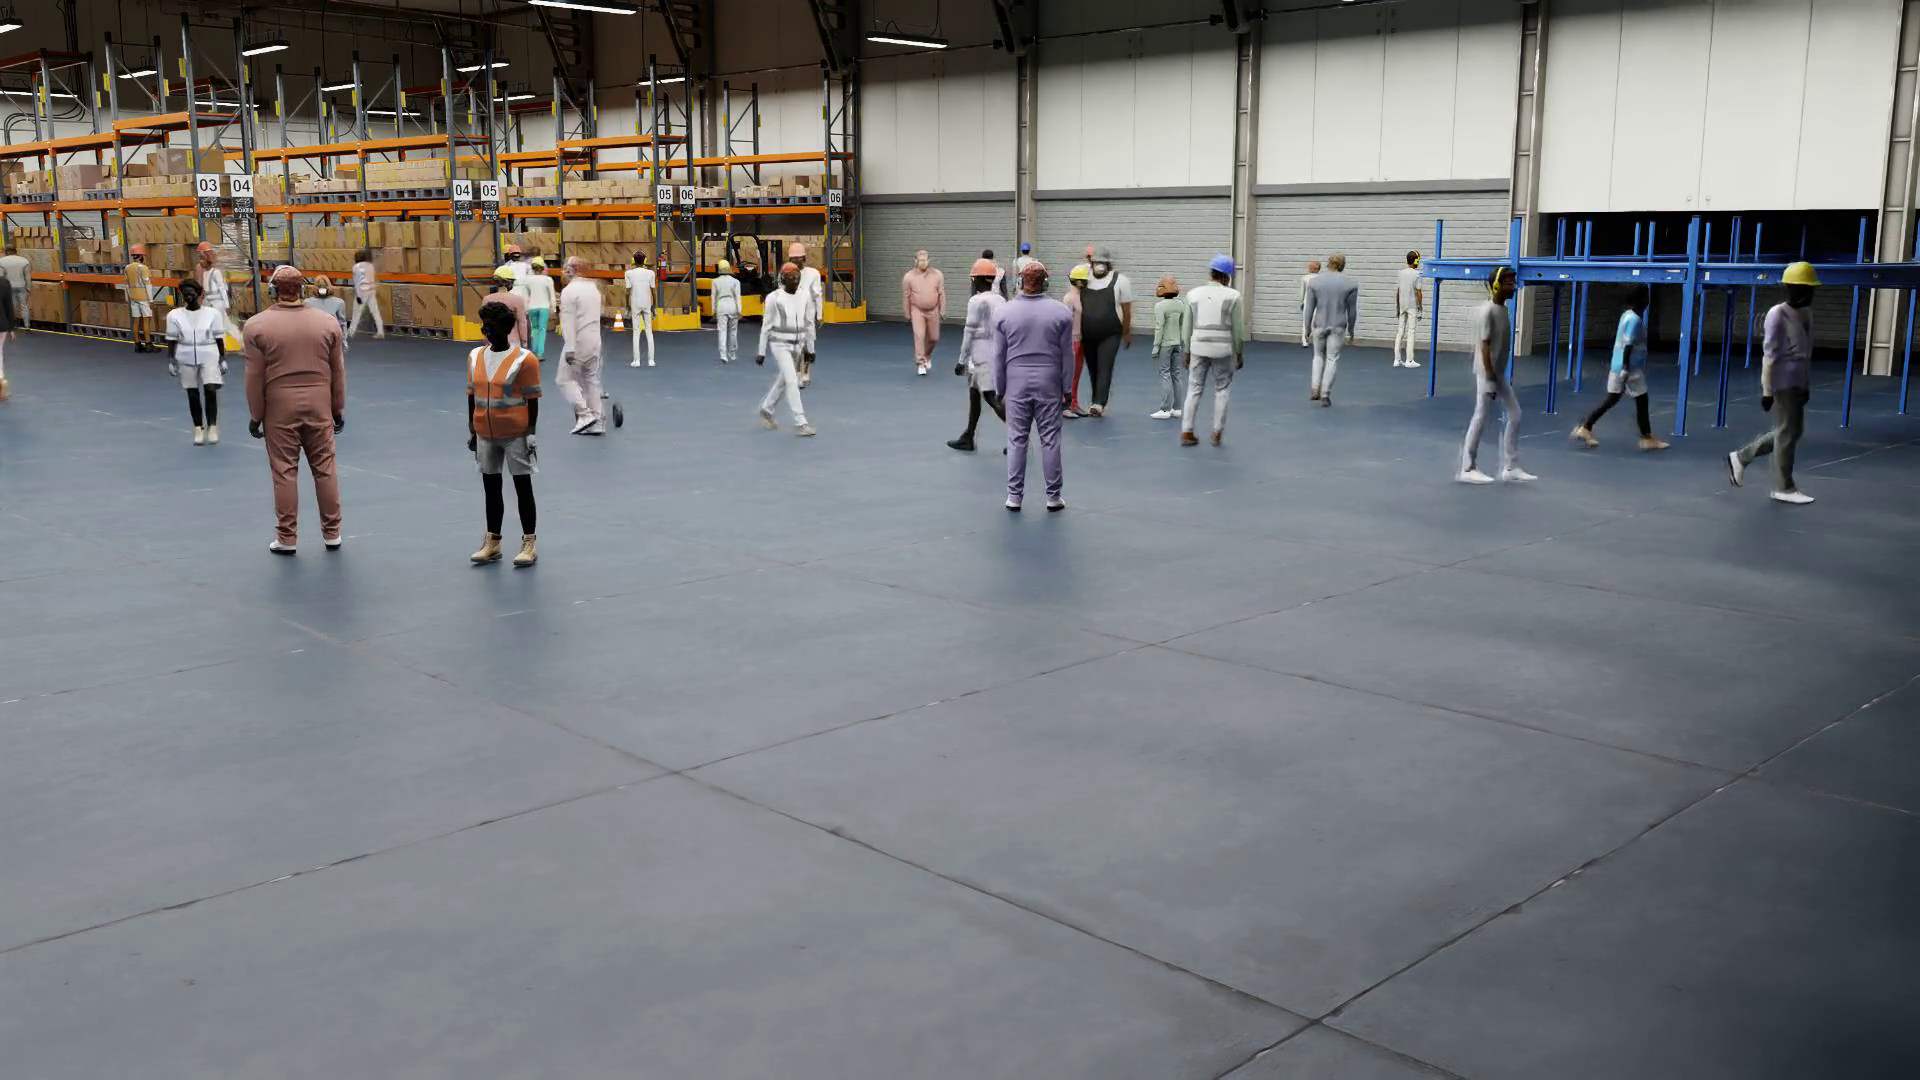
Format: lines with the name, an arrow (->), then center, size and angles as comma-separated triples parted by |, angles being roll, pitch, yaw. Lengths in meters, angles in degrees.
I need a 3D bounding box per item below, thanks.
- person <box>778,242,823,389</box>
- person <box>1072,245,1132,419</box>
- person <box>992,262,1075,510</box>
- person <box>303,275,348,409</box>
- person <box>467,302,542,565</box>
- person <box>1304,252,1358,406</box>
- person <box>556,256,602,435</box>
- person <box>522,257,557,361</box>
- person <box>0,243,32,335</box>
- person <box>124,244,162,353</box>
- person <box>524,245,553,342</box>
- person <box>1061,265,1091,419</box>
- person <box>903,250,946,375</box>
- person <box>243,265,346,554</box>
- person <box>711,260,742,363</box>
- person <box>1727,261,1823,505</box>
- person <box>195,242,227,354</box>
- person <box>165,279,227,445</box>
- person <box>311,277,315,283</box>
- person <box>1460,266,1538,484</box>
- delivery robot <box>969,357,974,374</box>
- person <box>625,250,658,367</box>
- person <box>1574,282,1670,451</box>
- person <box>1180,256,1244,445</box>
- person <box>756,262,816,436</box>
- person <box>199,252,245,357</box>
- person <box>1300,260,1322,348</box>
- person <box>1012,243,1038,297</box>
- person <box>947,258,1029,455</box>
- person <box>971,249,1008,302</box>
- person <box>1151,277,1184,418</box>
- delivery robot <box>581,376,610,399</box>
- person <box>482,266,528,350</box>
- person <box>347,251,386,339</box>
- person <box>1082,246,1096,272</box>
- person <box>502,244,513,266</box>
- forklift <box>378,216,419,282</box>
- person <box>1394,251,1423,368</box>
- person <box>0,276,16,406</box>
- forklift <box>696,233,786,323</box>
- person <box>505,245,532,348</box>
person -> -2.247, -3.162, 23.349 | 0.613, 2.020, 0.844 | -2, 11, -11
person -> 1.562, -2.401, 19.239 | 0.716, 2.000, 0.981 | 5, 11, 23
person -> 0.567, -1.181, 12.836 | 0.639, 1.908, 0.409 | 1, 10, 3
person -> -7.715, -2.402, 20.239 | 0.507, 1.631, 0.267 | -4, 11, -23
person -> -2.938, -0.682, 10.699 | 0.530, 1.692, 0.321 | 3, 11, 17
person -> 4.660, -2.659, 20.907 | 0.642, 1.901, 0.694 | 3, 11, 18
person -> -4.017, -2.042, 17.590 | 0.444, 1.885, 0.663 | 3, 11, 18
person -> -7.091, -3.912, 28.151 | 0.541, 1.739, 0.666 | 0, 10, 2
person -> -20.301, -5.396, 35.735 | 0.630, 1.938, 0.372 | -8, 13, -38
person -> -14.846, -4.377, 30.167 | 0.545, 1.942, 0.350 | 4, 11, 21
person -> -8.373, -4.905, 33.132 | 0.628, 1.900, 0.966 | 7, 12, 32
person -> 1.368, -2.308, 19.370 | 0.330, 1.765, 0.533 | 6, 12, 29
person -> -0.556, -3.492, 25.494 | 0.652, 1.884, 0.644 | -2, 11, -13
person -> -4.440, -0.871, 11.132 | 0.644, 1.913, 0.408 | -7, 13, -35
person -> -3.915, -3.843, 27.951 | 0.522, 1.690, 0.925 | -1, 10, -6
person -> 6.545, -1.266, 13.287 | 0.602, 1.911, 0.677 | -9, 14, -41
person -> -13.362, -4.308, 29.645 | 0.375, 1.995, 0.609 | 3, 11, 18
person -> -7.674, -1.774, 16.698 | 0.548, 1.670, 0.693 | -3, 11, -16
person -> -18.054, -7.422, 47.175 | 0.746, 1.809, 0.432 | -1, 10, -6
person -> 4.624, -1.383, 14.084 | 0.764, 1.844, 0.567 | 9, 13, 39
delivery robot -> 0.420, -2.467, 23.396 | 0.477, 0.478, 0.707 | -6, 12, -30
person -> -5.166, -3.746, 26.921 | 0.531, 1.871, 0.322 | -4, 11, -20
person -> 6.568, -1.719, 16.448 | 0.876, 1.656, 0.542 | 3, 11, 14
person -> 2.563, -1.909, 16.827 | 0.616, 1.907, 0.462 | 5, 12, 27
person -> -1.899, -2.075, 17.923 | 0.622, 1.843, 0.983 | -10, 14, -44
person -> -12.896, -4.109, 29.036 | 1.013, 1.836, 0.611 | -9, 13, -39
person -> 6.677, -4.451, 31.407 | 0.523, 1.641, 0.308 | 7, 13, 34
person -> 1.473, -5.655, 37.124 | 0.614, 1.943, 0.409 | 1, 10, 3
person -> 0.291, -1.789, 16.204 | 0.980, 1.898, 0.547 | 6, 12, 31
person -> 0.472, -3.856, 27.491 | 0.598, 1.889, 0.889 | 3, 11, 15
person -> 2.413, -2.236, 19.333 | 0.266, 1.631, 0.507 | 10, 14, 44
delivery robot -> -4.097, -1.724, 18.633 | 0.335, 0.223, 0.698 | -4, 11, -22
person -> -5.197, -2.250, 19.058 | 0.524, 1.764, 0.329 | 2, 11, 9
person -> -12.240, -5.026, 34.131 | 0.971, 1.786, 0.647 | 4, 11, 22
person -> 2.585, -4.677, 31.930 | 0.962, 1.888, 0.573 | 10, 14, 43
person -> -9.095, -5.024, 33.743 | 0.383, 1.923, 0.590 | 1, 10, 8
forklift -> -17.868, -9.201, 54.028 | 1.873, 2.768, 1.129 | -10, 14, -44
person -> 7.250, -3.725, 26.841 | 0.311, 1.863, 0.510 | -8, 13, -38
person -> -11.996, -2.635, 20.566 | 0.673, 1.980, 0.632 | 8, 13, 36
forklift -> -5.496, -6.489, 41.108 | 2.313, 2.155, 1.214 | -10, 14, -44
person -> -8.289, -4.558, 31.181 | 0.543, 1.931, 0.371 | -7, 13, -35
